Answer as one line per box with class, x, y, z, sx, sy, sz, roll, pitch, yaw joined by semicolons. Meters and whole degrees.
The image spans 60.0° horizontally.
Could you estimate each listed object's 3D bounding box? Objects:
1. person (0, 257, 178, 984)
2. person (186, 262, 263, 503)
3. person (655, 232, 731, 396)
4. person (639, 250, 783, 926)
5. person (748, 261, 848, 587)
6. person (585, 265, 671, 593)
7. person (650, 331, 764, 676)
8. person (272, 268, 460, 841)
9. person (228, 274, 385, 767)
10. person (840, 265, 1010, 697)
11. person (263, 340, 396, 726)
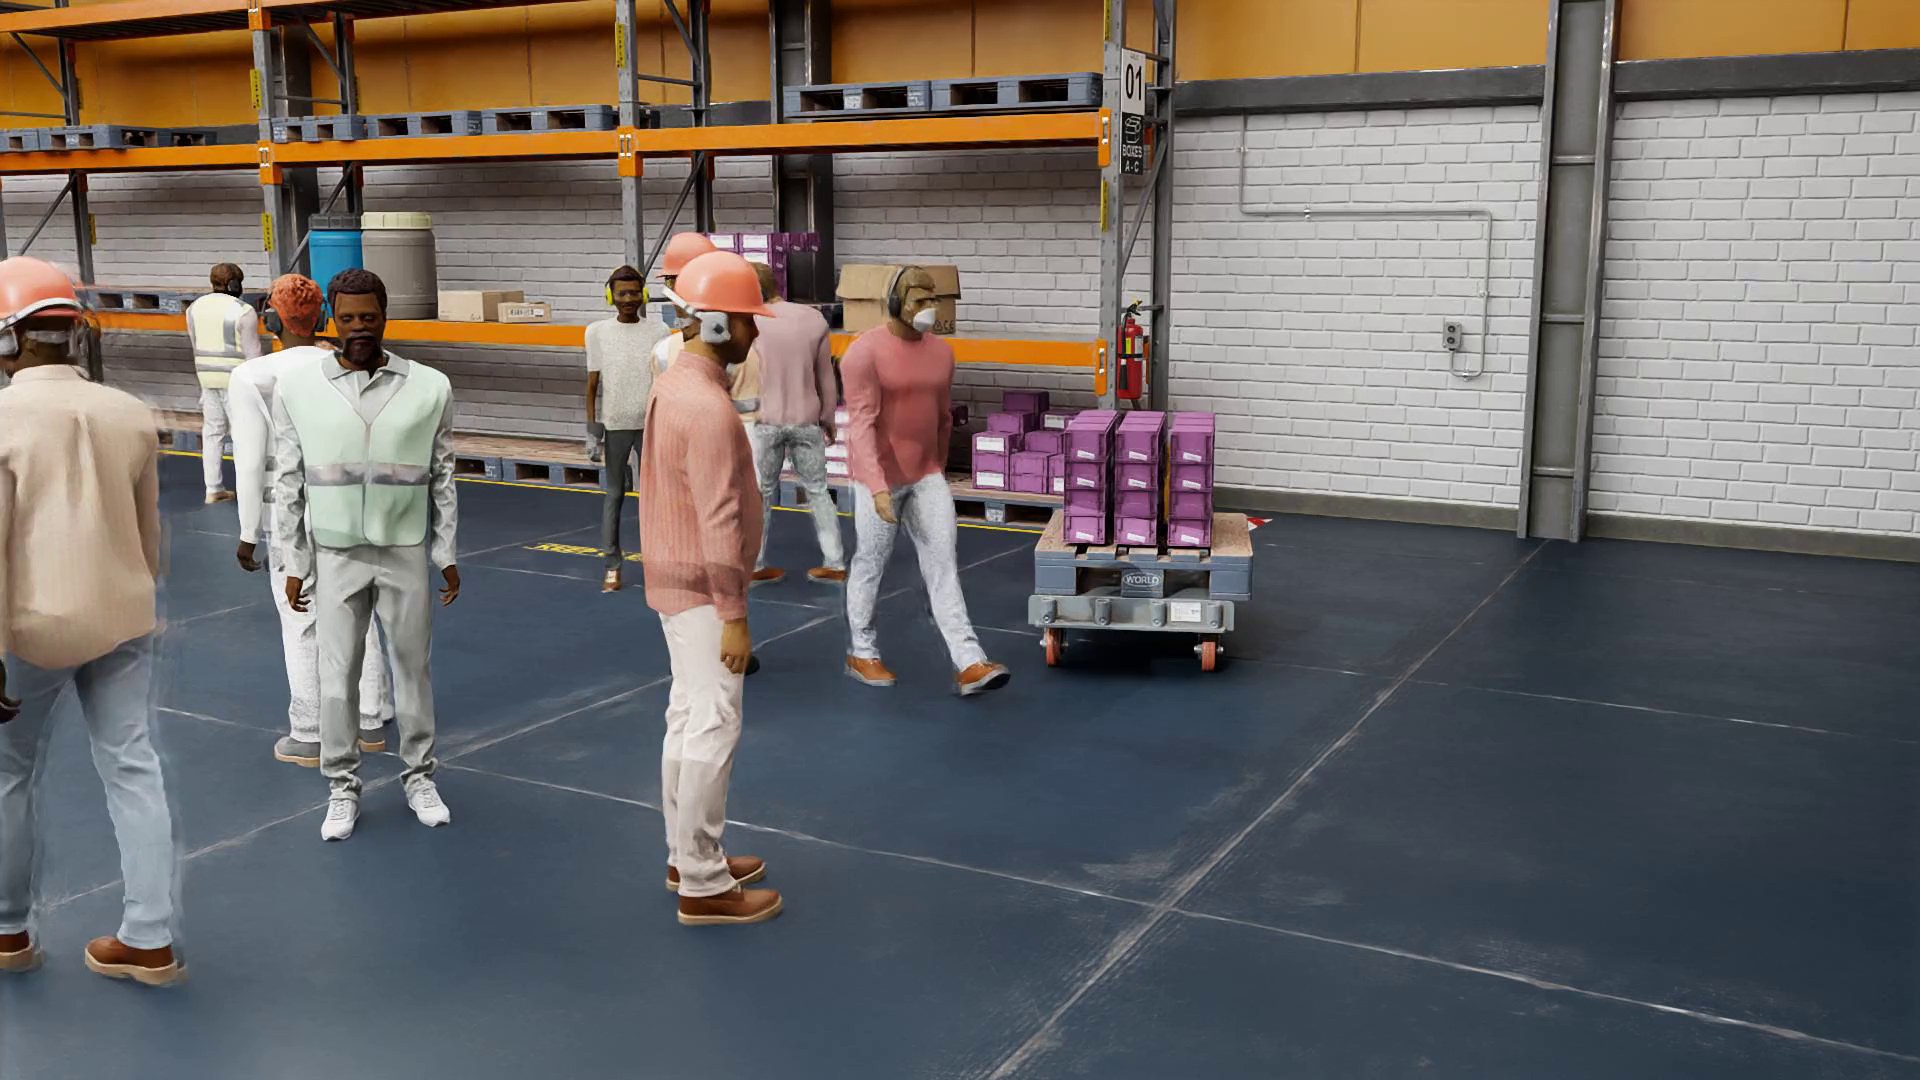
person;-2.510;0.225;4.546;0.867;1.958;0.652;5;12;27
person;-5.530;-1.177;12.624;0.620;1.836;0.431;3;11;18
person;-1.183;-0.378;7.644;0.387;2.039;0.615;-1;10;-6
person;-0.730;0.149;4.922;0.413;1.984;0.624;-4;11;-20
person;-1.018;-0.646;9.552;0.664;1.888;0.410;-3;11;-18
person;-1.879;-0.631;9.517;0.533;1.865;0.311;-4;11;-19
person;-1.128;-0.310;7.606;0.548;1.924;0.387;4;11;21
person;-2.002;0.045;5.670;0.593;1.917;0.391;-5;11;-24
person;-2.486;-0.072;6.396;0.338;1.882;0.582;10;14;44
person;-0.190;-0.231;7.250;0.643;1.891;1.007;-8;13;-36
person;-2.535;0.017;6.663;0.331;1.615;0.609;3;11;15
